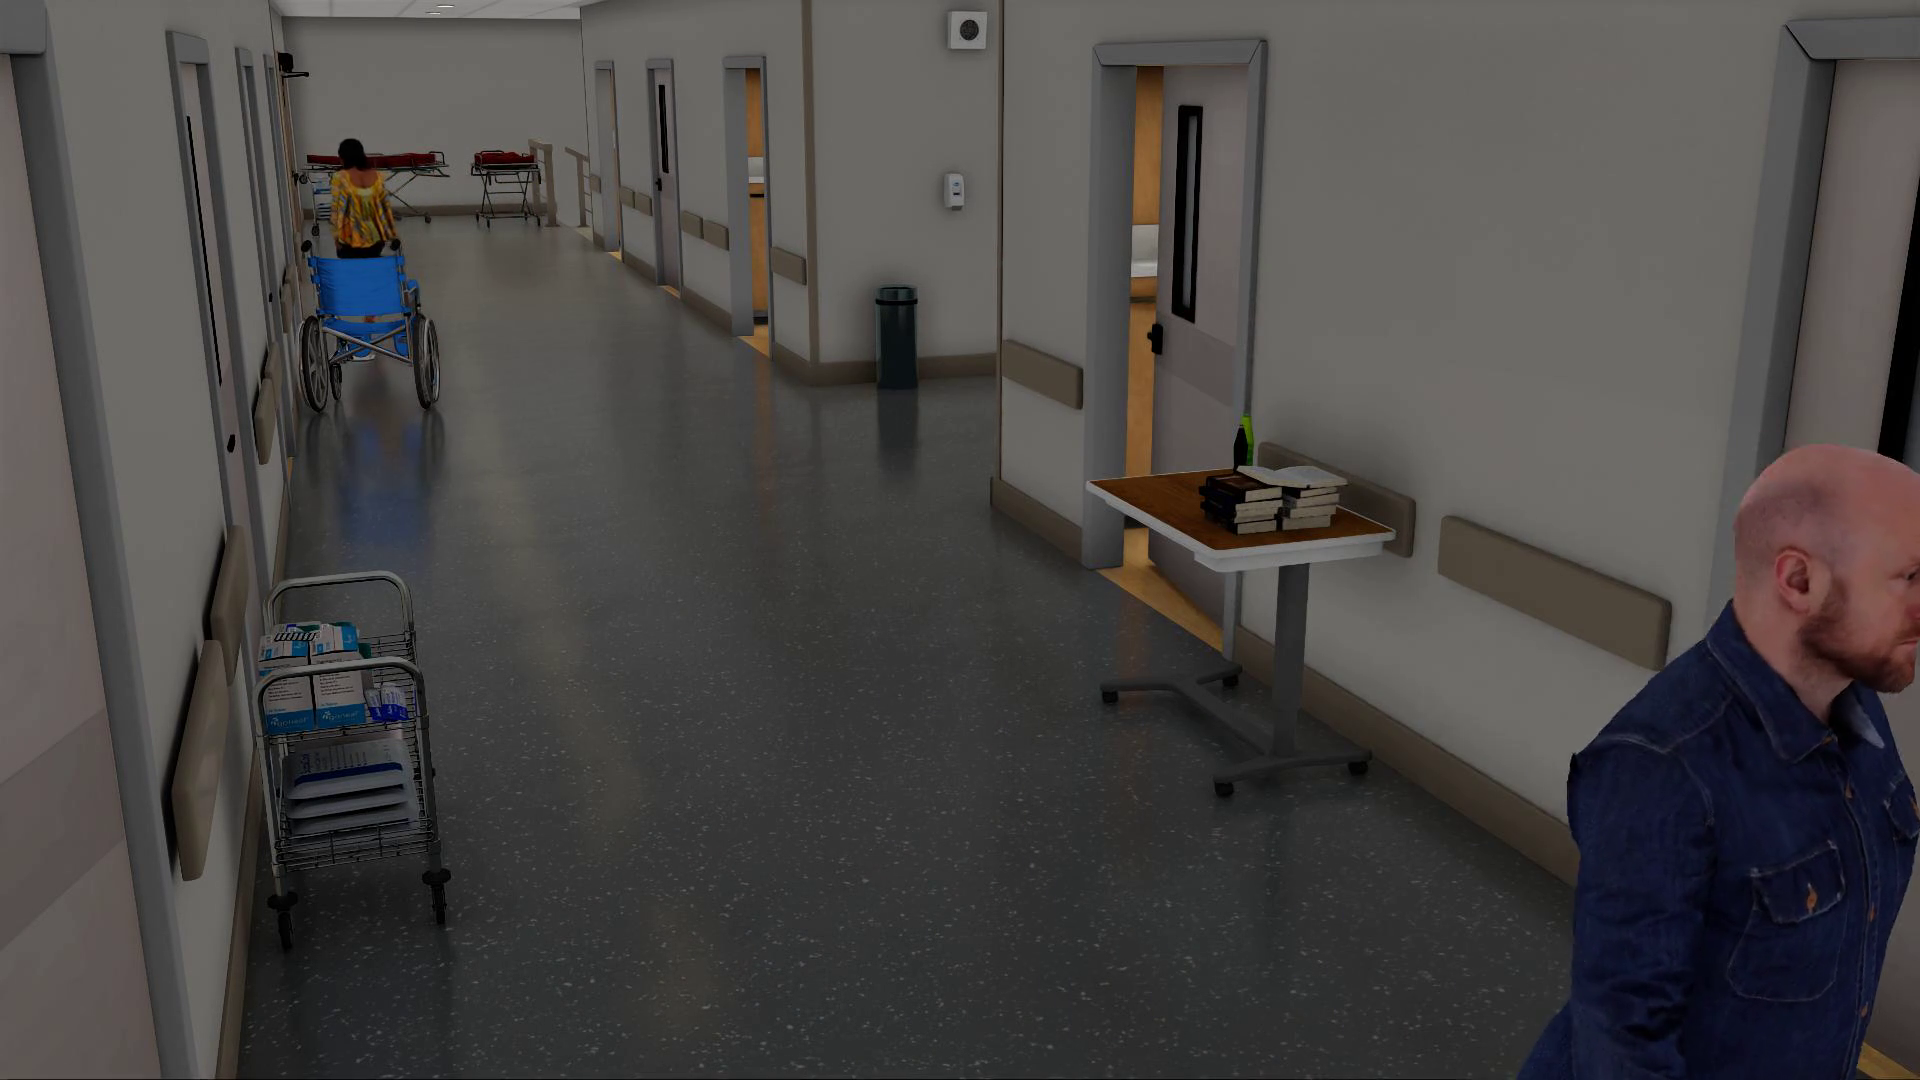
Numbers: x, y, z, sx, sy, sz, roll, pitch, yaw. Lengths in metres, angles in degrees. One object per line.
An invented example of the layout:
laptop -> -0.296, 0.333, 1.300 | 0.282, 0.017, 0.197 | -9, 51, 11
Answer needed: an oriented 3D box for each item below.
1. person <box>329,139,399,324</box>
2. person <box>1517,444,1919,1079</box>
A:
person -> -5.089, -2.576, 14.217 | 0.954, 1.633, 0.876 | 14, 21, 40
person -> 0.819, 0.764, 2.076 | 0.949, 1.792, 1.106 | -12, 20, -36
